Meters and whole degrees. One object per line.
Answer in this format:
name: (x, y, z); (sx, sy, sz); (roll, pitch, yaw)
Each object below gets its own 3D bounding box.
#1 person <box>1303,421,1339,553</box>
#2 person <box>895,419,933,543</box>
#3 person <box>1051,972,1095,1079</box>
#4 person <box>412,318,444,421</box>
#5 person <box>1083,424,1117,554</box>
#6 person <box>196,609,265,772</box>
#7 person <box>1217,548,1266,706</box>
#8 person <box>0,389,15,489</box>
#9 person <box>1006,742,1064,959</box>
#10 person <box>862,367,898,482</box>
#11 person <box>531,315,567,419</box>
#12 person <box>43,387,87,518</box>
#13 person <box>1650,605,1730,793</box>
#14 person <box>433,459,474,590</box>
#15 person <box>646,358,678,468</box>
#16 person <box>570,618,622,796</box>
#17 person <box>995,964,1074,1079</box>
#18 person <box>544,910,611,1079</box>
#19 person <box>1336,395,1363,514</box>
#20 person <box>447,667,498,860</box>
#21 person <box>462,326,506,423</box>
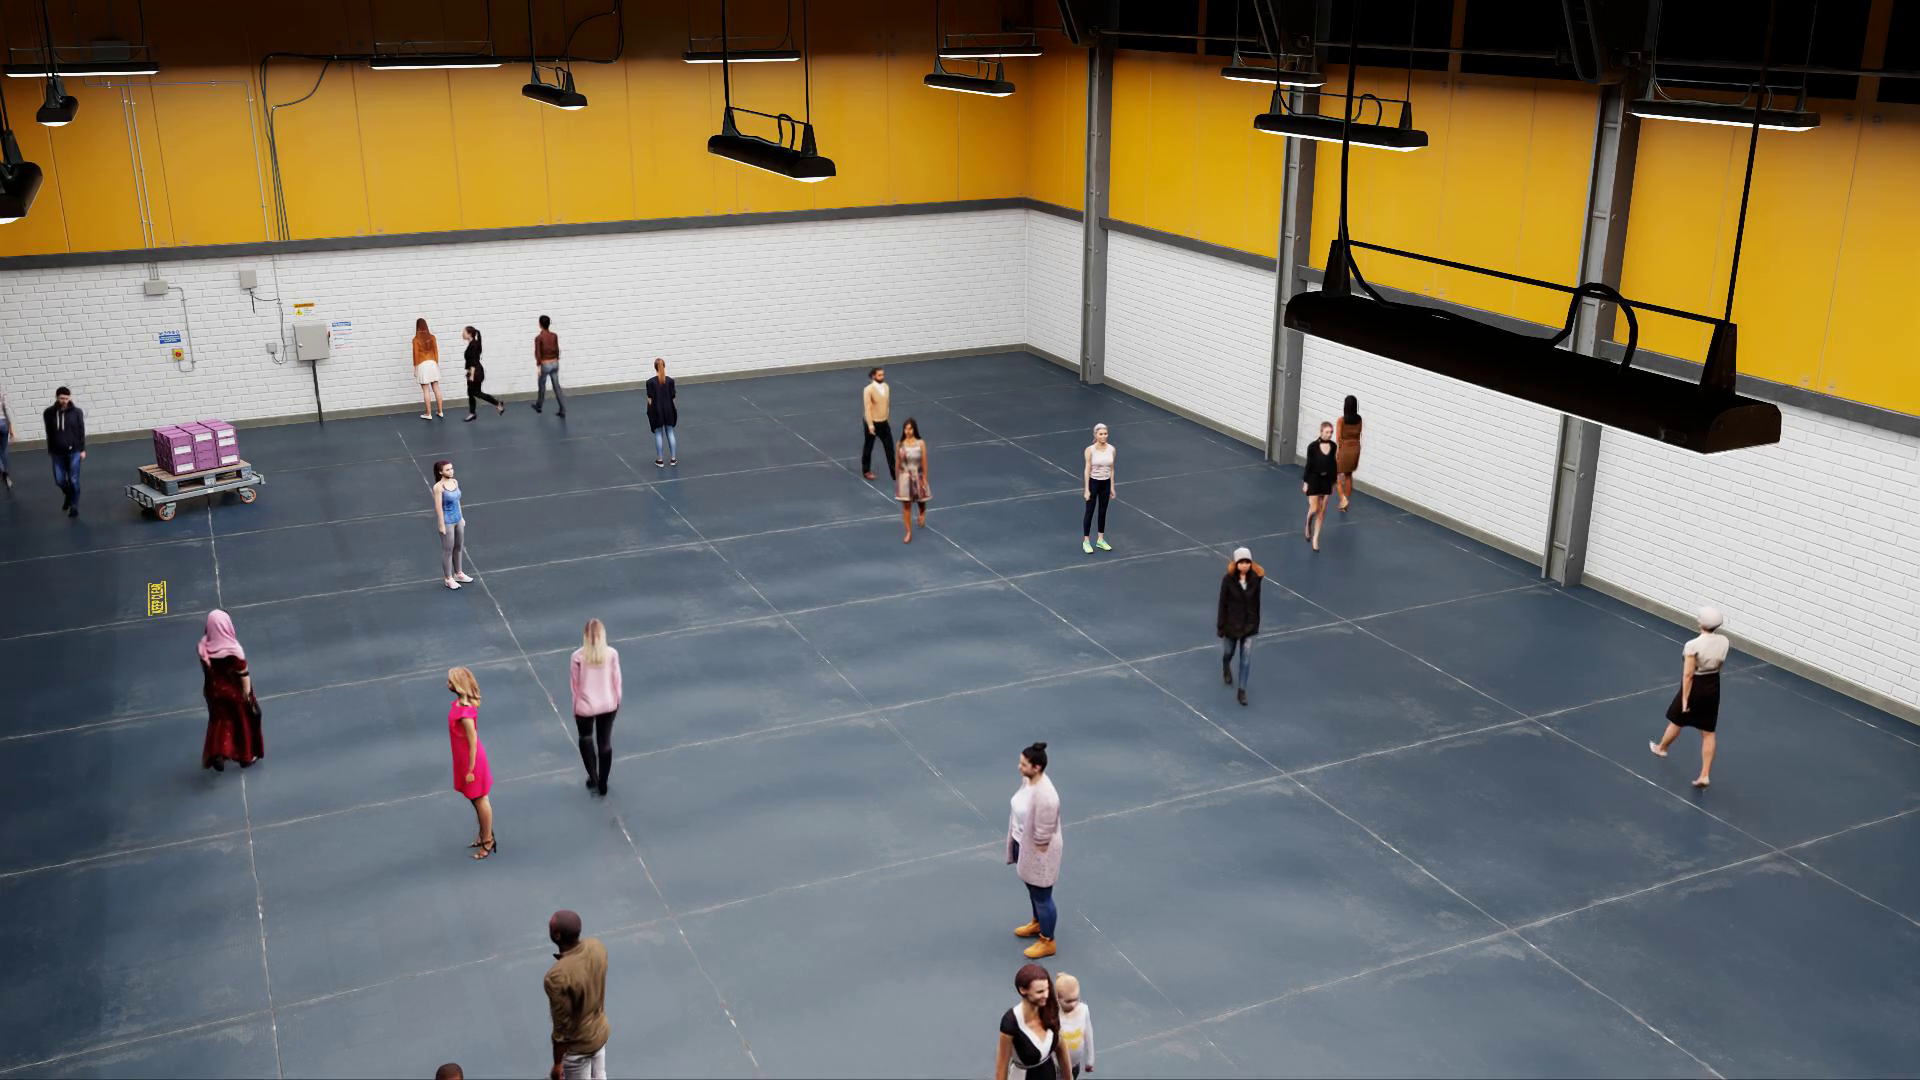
person: (4.669, -0.723, 21.709); (0.661, 1.756, 0.701); (-4, 19, -11)
person: (-0.622, -0.840, 22.256); (0.955, 1.630, 1.101); (2, 19, 7)
person: (0.650, 3.283, 10.596); (0.495, 1.258, 0.730); (-10, 21, -27)
person: (-9.064, -2.924, 28.303); (0.682, 1.721, 0.679); (-17, 25, -42)
person: (1.804, -0.695, 21.713); (0.588, 1.702, 0.515); (-8, 20, -23)
person: (-6.869, 1.439, 15.514); (0.866, 1.615, 0.955); (3, 19, 9)
person: (2.885, 0.848, 17.282); (0.894, 1.607, 1.126); (-1, 19, -2)
person: (-13.970, -1.544, 24.134); (0.710, 1.765, 1.112); (-13, 22, -33)
person: (0.601, 2.328, 12.674); (0.803, 1.741, 0.641); (-4, 19, -11)
person: (-1.301, -1.722, 24.731); (0.879, 1.722, 1.142); (-16, 24, -39)
person: (-6.919, -2.901, 28.220); (0.874, 1.730, 1.178); (-17, 25, -40)
person: (-12.362, -1.244, 23.090); (0.756, 1.862, 0.820); (-3, 19, -8)
person: (6.828, 1.484, 15.224); (0.837, 1.715, 1.149); (-2, 19, -7)
person: (-6.258, -0.215, 20.433); (0.717, 1.610, 0.661); (7, 20, 21)
person: (-4.563, -1.965, 25.513); (0.645, 1.684, 0.582); (-6, 20, -18)
person: (-3.290, 1.548, 15.098); (0.640, 1.672, 0.610); (-7, 20, -19)
person: (0.355, 3.269, 9.861); (1.207, 1.754, 0.863); (17, 25, 41)
person: (-2.343, 3.093, 10.273); (0.835, 1.825, 0.783); (7, 20, 20)
person: (5.430, -1.163, 23.145); (0.616, 1.674, 0.689); (-5, 19, -15)
person: (-4.126, 1.864, 14.073); (0.651, 1.728, 0.503); (-6, 20, -18)
person: (-8.075, -2.772, 27.975); (0.688, 1.641, 0.886); (-6, 20, -18)
